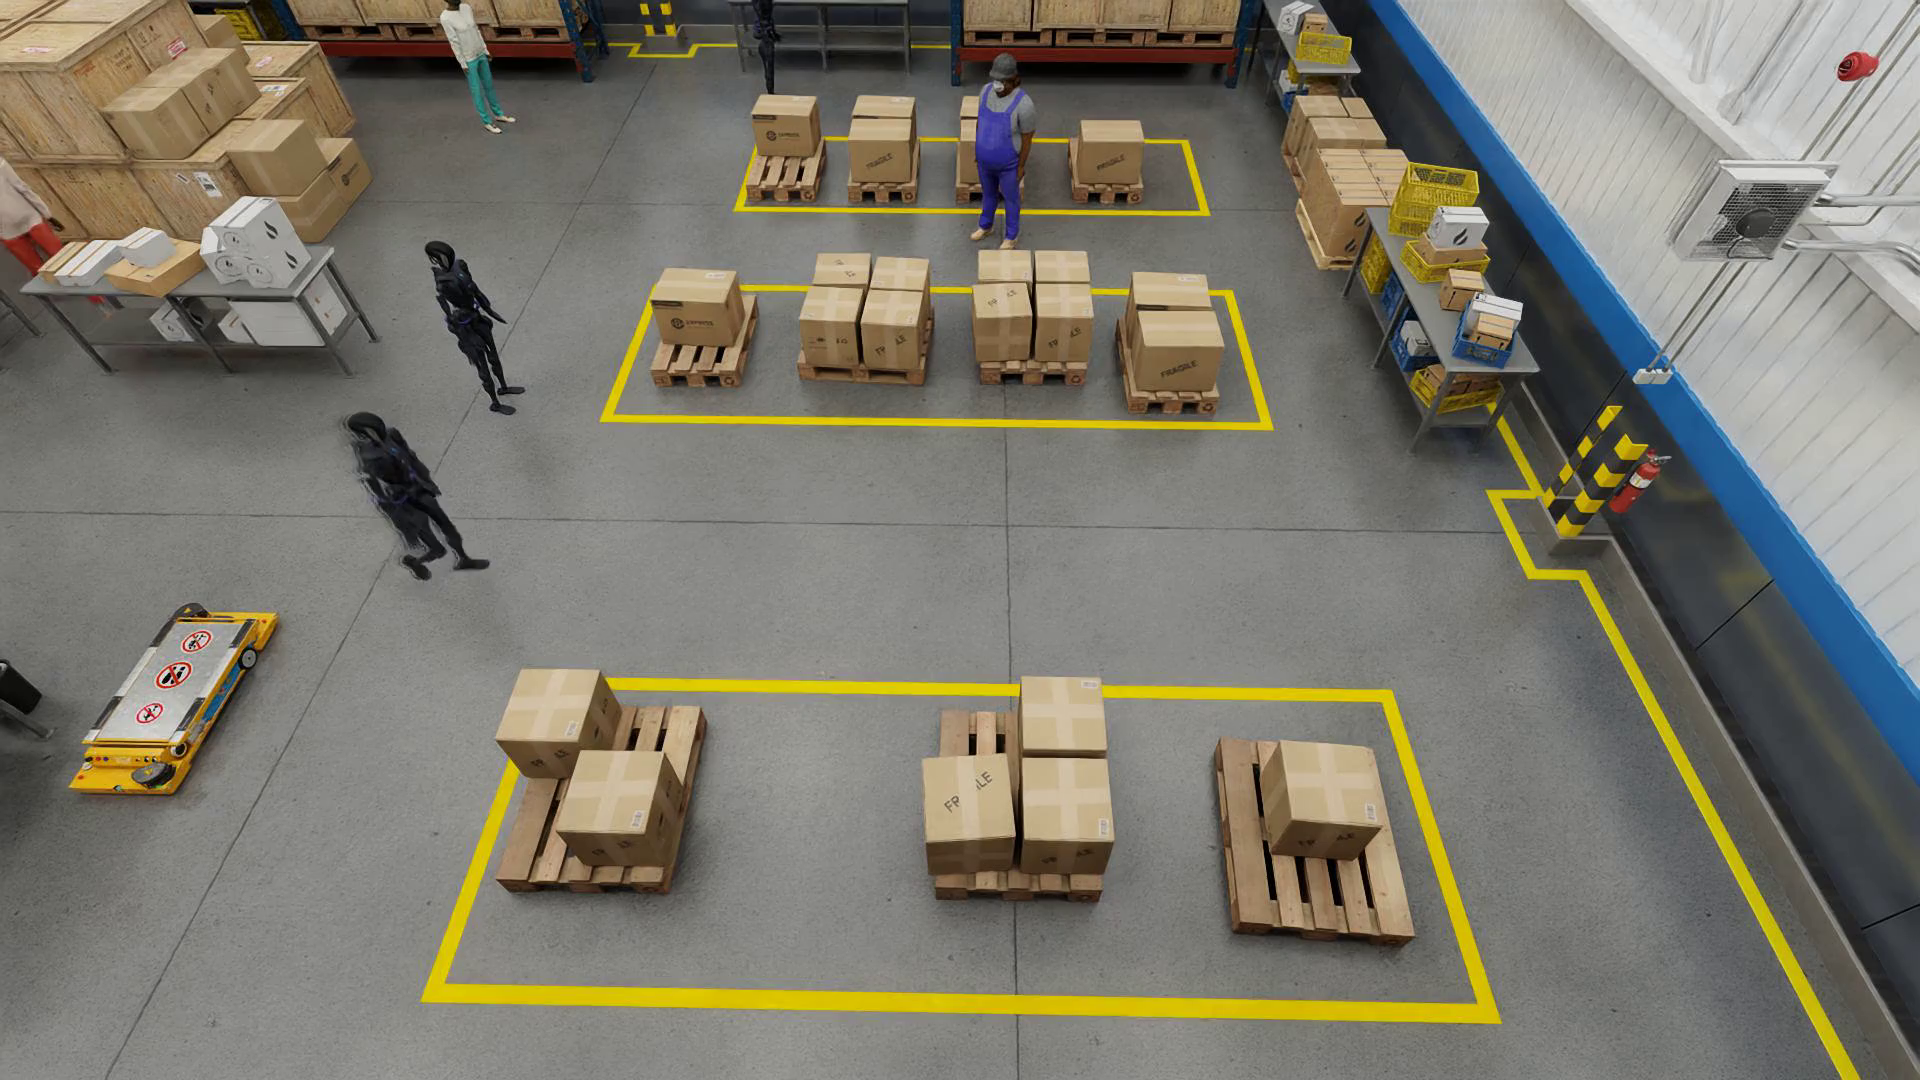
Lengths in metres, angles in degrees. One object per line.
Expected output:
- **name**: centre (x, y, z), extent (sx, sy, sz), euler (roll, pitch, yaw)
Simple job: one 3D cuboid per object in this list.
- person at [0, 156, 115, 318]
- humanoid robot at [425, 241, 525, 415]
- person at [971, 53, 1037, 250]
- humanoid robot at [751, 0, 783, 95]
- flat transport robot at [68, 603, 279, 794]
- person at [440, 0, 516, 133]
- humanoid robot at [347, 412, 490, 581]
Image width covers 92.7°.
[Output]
- **person**: centre (-9.154, -3.057, 8.849), extent (0.767, 1.959, 0.638), euler (30, 56, 23)
- **humanoid robot**: centre (-4.229, -1.862, 8.012), extent (0.325, 1.654, 0.599), euler (1, 50, 1)
- **person**: centre (0.405, -4.023, 9.612), extent (0.681, 2.000, 0.537), euler (30, 56, 23)
- **humanoid robot**: centre (-2.509, -6.580, 12.002), extent (0.325, 1.657, 0.599), euler (1, 50, 1)
- **flat transport robot**: centre (-5.504, 1.072, 6.442), extent (0.652, 0.197, 1.431), euler (1, 50, 1)
- **person**: centre (-6.113, -6.077, 11.528), extent (0.314, 1.768, 0.524), euler (13, 51, 11)
- **humanoid robot**: centre (-4.030, -0.274, 6.678), extent (0.463, 1.654, 0.595), euler (0, 50, 0)
